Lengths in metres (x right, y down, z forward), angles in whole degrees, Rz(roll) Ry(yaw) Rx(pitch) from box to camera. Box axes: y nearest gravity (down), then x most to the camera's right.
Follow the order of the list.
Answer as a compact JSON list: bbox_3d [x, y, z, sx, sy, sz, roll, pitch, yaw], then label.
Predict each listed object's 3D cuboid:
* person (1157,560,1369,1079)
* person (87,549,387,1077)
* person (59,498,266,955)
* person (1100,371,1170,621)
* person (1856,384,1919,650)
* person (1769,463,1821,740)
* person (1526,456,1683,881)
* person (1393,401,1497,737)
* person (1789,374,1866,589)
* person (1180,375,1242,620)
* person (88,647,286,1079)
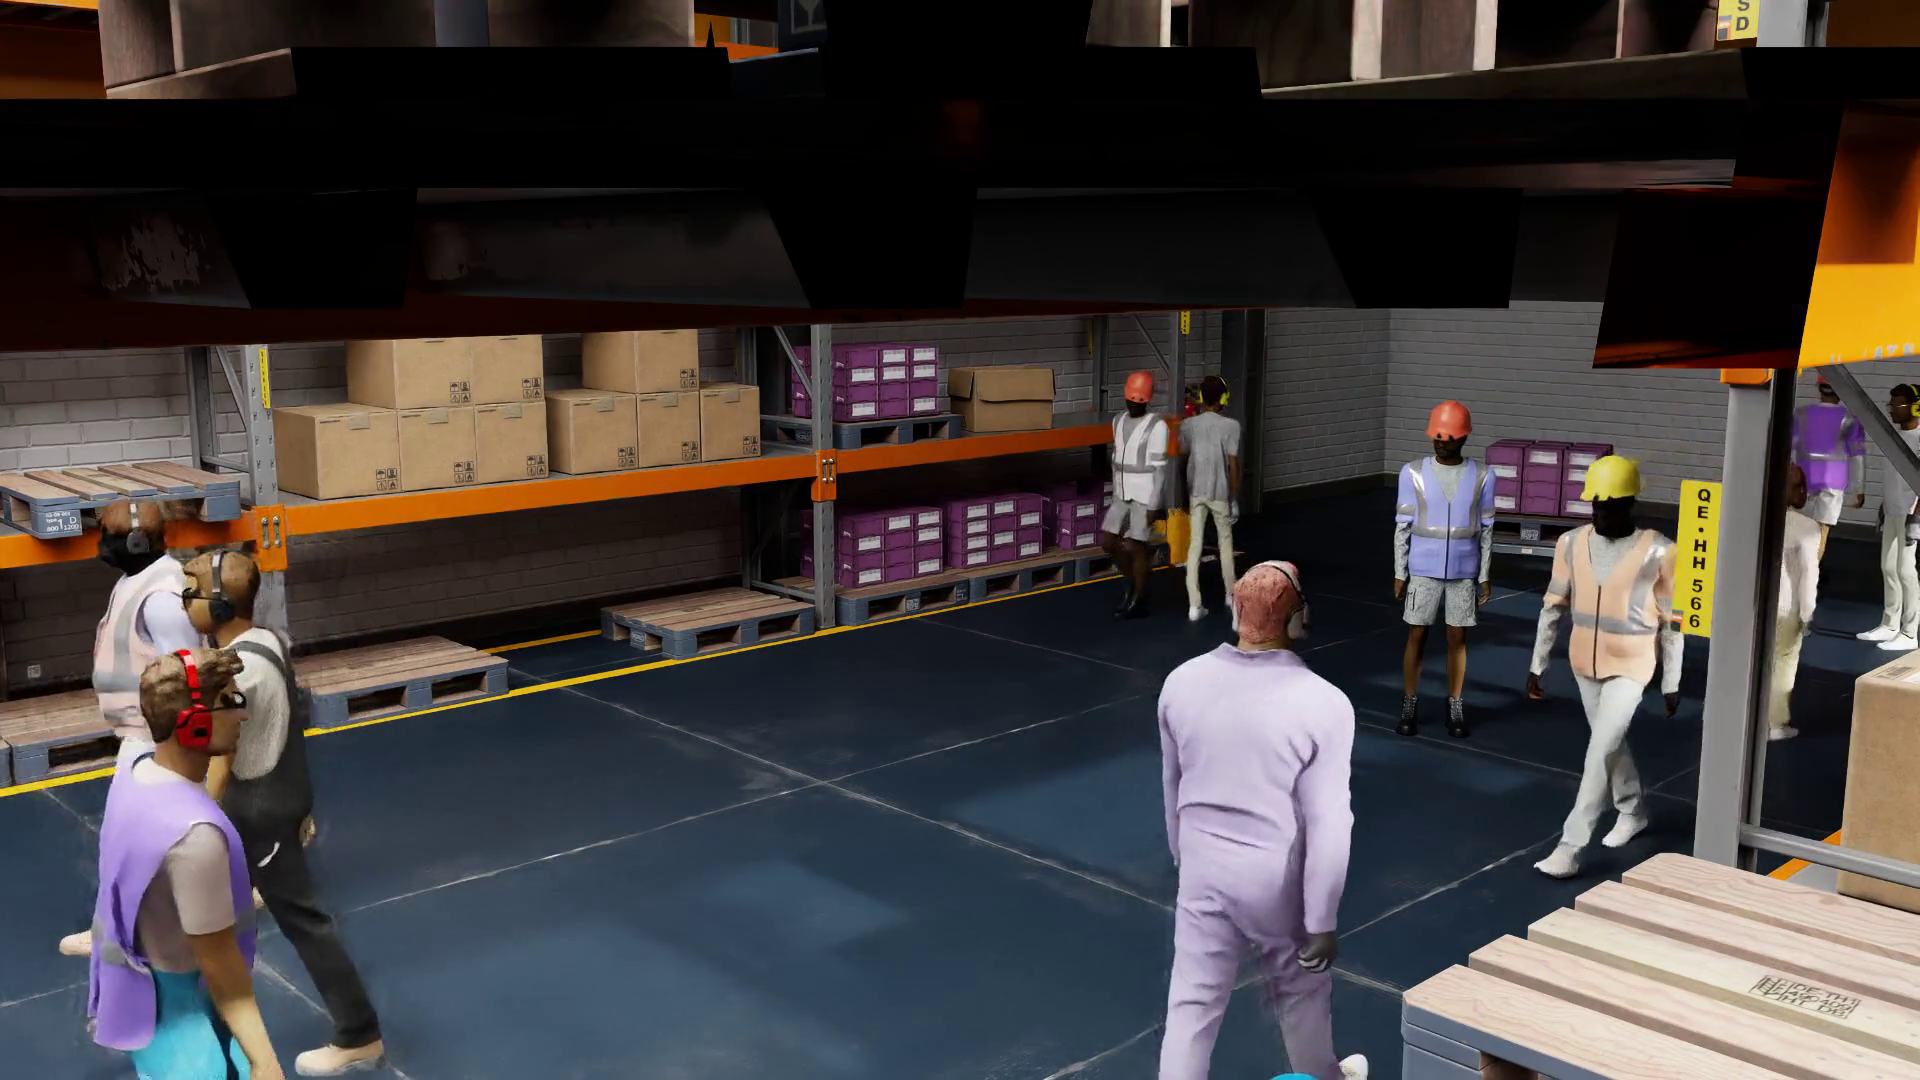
[{"bbox_3d":[0.898,0.980,4.952,0.669,1.850,1.002,7,12,37],"label":"person"},{"bbox_3d":[-2.406,0.921,5.460,0.990,1.788,0.528,-2,10,-13],"label":"person"},{"bbox_3d":[-3.156,0.708,6.708,0.909,1.808,0.636,-6,11,-31],"label":"person"},{"bbox_3d":[1.287,-0.323,12.442,0.414,1.898,0.588,-7,12,-36],"label":"person"},{"bbox_3d":[6.577,-0.165,11.642,0.312,1.859,0.513,0,10,2],"label":"person"},{"bbox_3d":[4.479,0.368,9.255,0.705,1.605,0.507,-7,12,-36],"label":"person"},{"bbox_3d":[2.888,0.547,7.444,1.030,1.866,0.608,-7,12,-37],"label":"person"},{"bbox_3d":[2.747,0.173,9.449,0.551,1.928,0.374,2,10,10],"label":"person"},{"bbox_3d":[6.916,-0.462,13.320,0.565,1.887,1.008,8,13,41],"label":"person"},{"bbox_3d":[1.954,-0.342,12.746,0.558,1.829,0.914,5,11,29],"label":"person"},{"bbox_3d":[-1.743,1.145,4.061,0.796,1.817,0.606,-6,12,-34],"label":"person"}]
